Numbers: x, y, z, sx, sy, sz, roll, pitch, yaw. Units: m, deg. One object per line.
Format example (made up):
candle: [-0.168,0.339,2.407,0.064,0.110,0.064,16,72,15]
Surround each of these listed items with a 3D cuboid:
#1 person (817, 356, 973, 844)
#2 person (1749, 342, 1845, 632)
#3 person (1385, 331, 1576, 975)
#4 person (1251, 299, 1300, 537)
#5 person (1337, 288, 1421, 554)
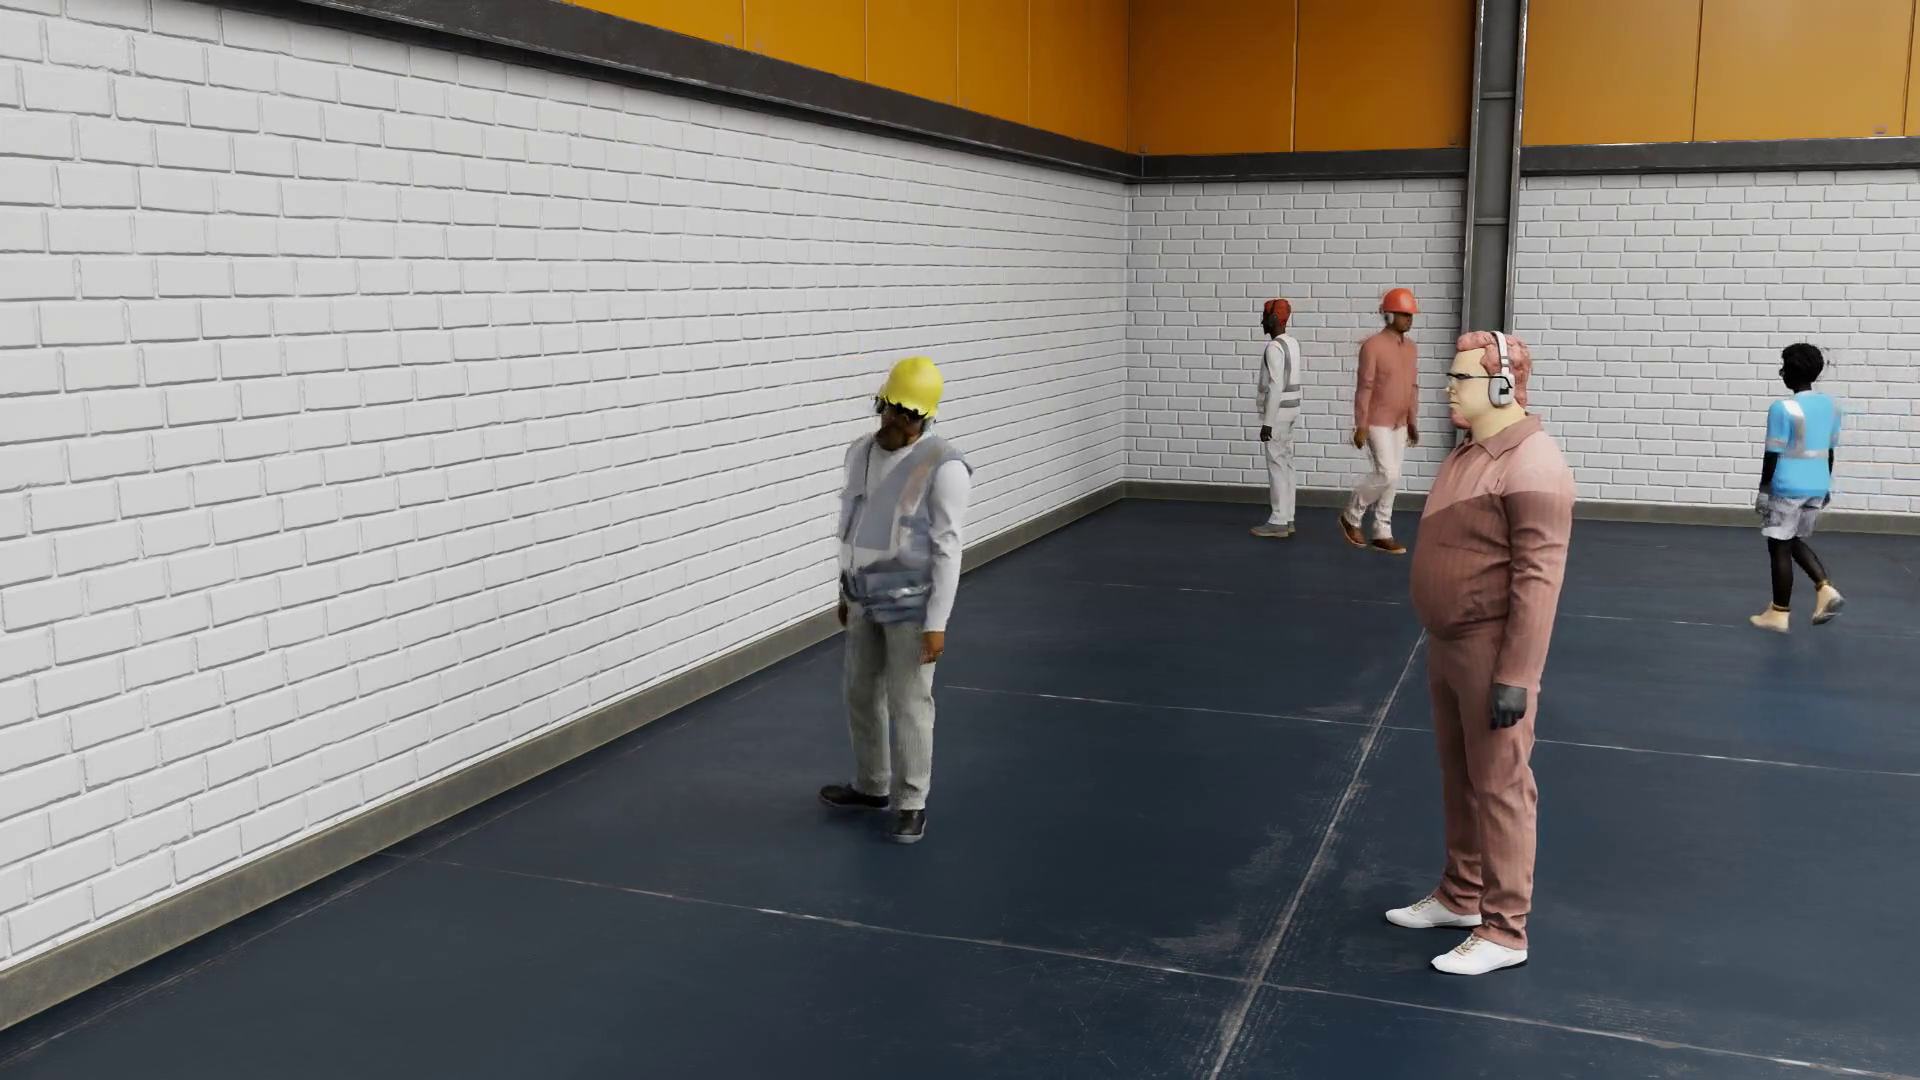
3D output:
person: [-0.271,0.222,6.089,0.406,1.794,0.699,-9,13,-44]
person: [4.822,-0.288,9.550,0.550,1.683,0.424,-5,10,-27]
person: [1.549,0.332,4.995,0.408,1.908,0.645,-1,9,-5]
person: [2.522,-0.967,13.219,0.337,1.882,0.585,4,10,26]
person: [3.166,-0.872,12.322,0.630,1.976,0.481,-8,12,-42]
